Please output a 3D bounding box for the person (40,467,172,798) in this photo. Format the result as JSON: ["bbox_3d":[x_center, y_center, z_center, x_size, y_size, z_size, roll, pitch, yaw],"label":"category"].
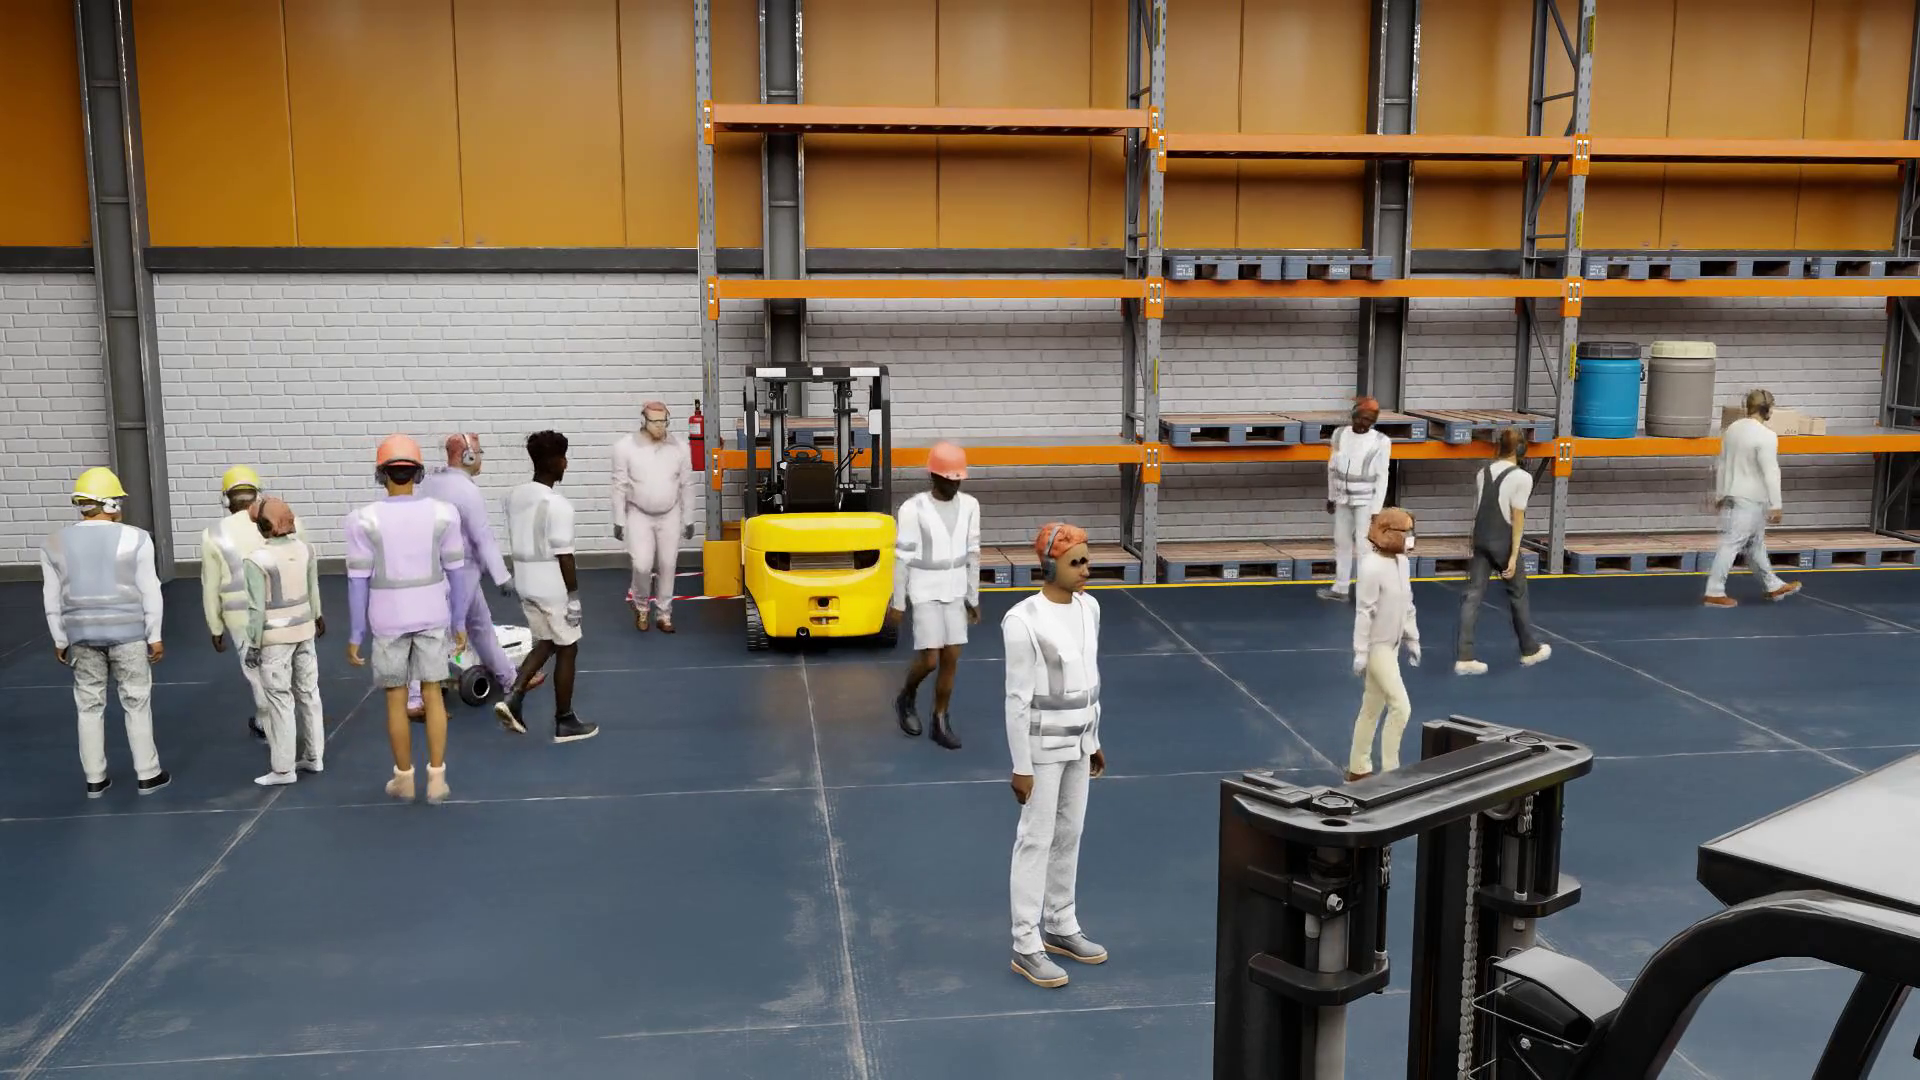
[{"bbox_3d":[-4.699,0.513,9.175,0.591,1.829,0.404,-1,9,-9],"label":"person"}]

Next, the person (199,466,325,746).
[{"bbox_3d":[-4.140,0.441,9.879,0.655,1.749,0.969,-8,12,-41],"label":"person"}]

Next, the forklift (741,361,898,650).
[{"bbox_3d":[-1.154,-0.340,13.365,1.214,2.155,2.313,-1,9,-7],"label":"forklift"}]

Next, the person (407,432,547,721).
[{"bbox_3d":[-3.211,0.231,10.871,1.039,1.856,0.641,-6,11,-31],"label":"person"}]

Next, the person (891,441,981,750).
[{"bbox_3d":[-0.129,0.334,10.084,0.549,1.906,0.552,-6,11,-32],"label":"person"}]

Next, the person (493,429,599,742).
[{"bbox_3d":[-2.547,0.291,10.173,0.640,1.947,0.545,8,12,41],"label":"person"}]

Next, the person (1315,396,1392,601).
[{"bbox_3d":[3.385,-0.329,14.395,0.391,1.851,0.752,-8,12,-40],"label":"person"}]

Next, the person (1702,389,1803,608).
[{"bbox_3d":[6.898,-0.346,14.313,0.994,1.894,0.658,-1,9,-3],"label":"person"}]

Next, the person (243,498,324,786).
[{"bbox_3d":[-3.826,0.576,9.415,0.311,1.644,0.527,3,10,20],"label":"person"}]

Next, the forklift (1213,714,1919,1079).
[{"bbox_3d":[1.441,1.425,2.350,1.214,2.155,2.313,-7,12,-39],"label":"forklift"}]

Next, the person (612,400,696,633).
[{"bbox_3d":[-2.434,-0.175,13.296,0.670,1.884,0.444,-4,10,-24],"label":"person"}]

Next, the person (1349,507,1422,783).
[{"bbox_3d":[2.409,0.621,9.137,0.586,1.610,0.531,6,11,35],"label":"person"}]

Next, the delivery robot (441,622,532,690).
[{"bbox_3d":[-3.272,0.751,11.368,0.477,0.478,0.707,6,11,32],"label":"delivery robot"}]

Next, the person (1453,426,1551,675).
[{"bbox_3d":[3.955,0.072,12.083,1.004,1.774,0.496,-6,11,-34],"label":"person"}]

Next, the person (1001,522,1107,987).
[{"bbox_3d":[0.399,0.862,6.827,0.345,1.883,0.584,7,12,38],"label":"person"}]

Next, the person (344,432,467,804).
[{"bbox_3d":[-3.001,0.435,9.025,0.630,2.044,0.398,-5,10,-30],"label":"person"}]
